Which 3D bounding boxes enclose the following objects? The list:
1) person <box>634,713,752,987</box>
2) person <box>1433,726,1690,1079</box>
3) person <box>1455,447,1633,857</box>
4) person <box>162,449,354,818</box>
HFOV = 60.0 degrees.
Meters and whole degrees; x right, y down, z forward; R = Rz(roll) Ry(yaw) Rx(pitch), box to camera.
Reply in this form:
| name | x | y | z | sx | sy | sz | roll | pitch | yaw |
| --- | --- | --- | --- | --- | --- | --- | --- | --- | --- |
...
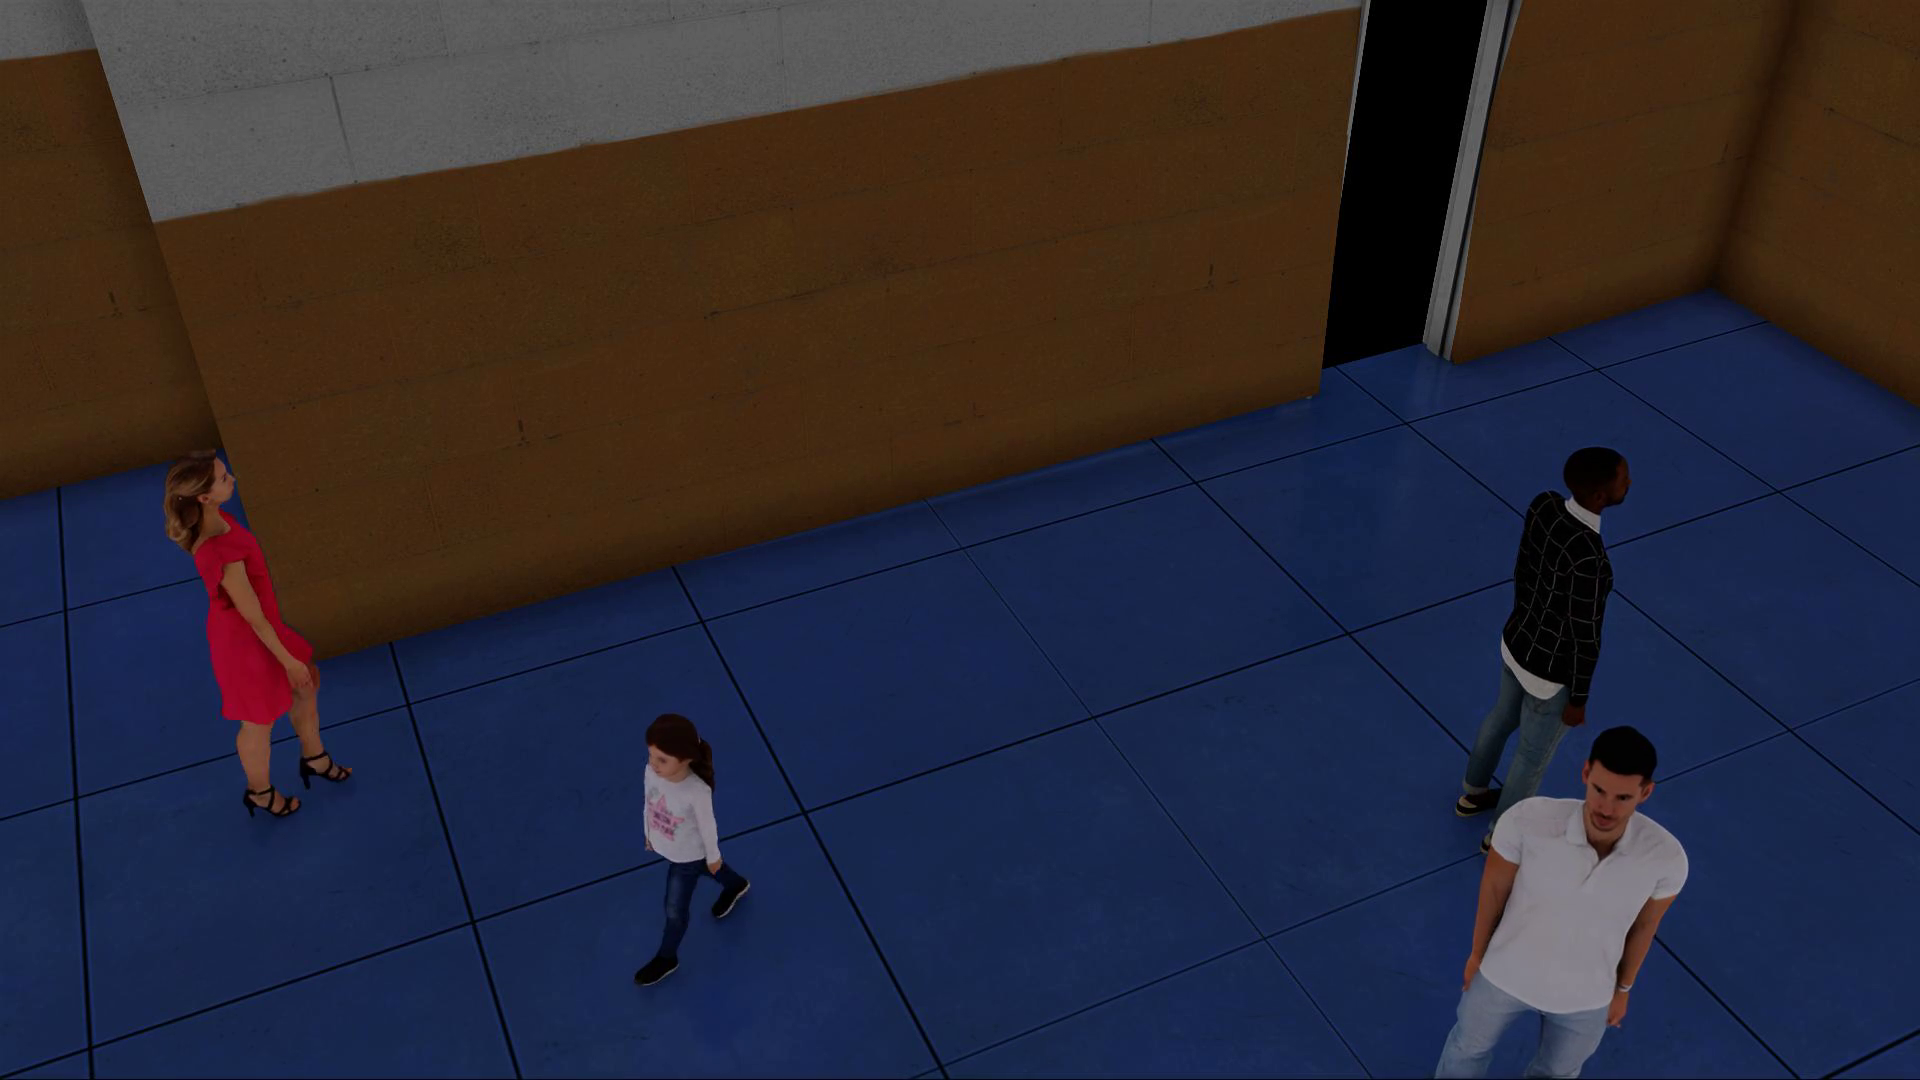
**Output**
| name | x | y | z | sx | sy | sz | roll | pitch | yaw |
| --- | --- | --- | --- | --- | --- | --- | --- | --- | --- |
| person | -0.948 | 1.033 | 5.916 | 0.800 | 1.086 | 0.704 | 28 | 45 | 32 |
| person | 1.761 | 1.264 | 4.960 | 0.745 | 1.866 | 0.815 | 14 | 39 | 18 |
| person | 2.138 | 0.424 | 6.117 | 0.776 | 1.821 | 0.595 | -5 | 37 | -7 |
| person | -2.746 | 0.417 | 6.215 | 0.632 | 1.713 | 0.570 | -16 | 40 | -20 |
